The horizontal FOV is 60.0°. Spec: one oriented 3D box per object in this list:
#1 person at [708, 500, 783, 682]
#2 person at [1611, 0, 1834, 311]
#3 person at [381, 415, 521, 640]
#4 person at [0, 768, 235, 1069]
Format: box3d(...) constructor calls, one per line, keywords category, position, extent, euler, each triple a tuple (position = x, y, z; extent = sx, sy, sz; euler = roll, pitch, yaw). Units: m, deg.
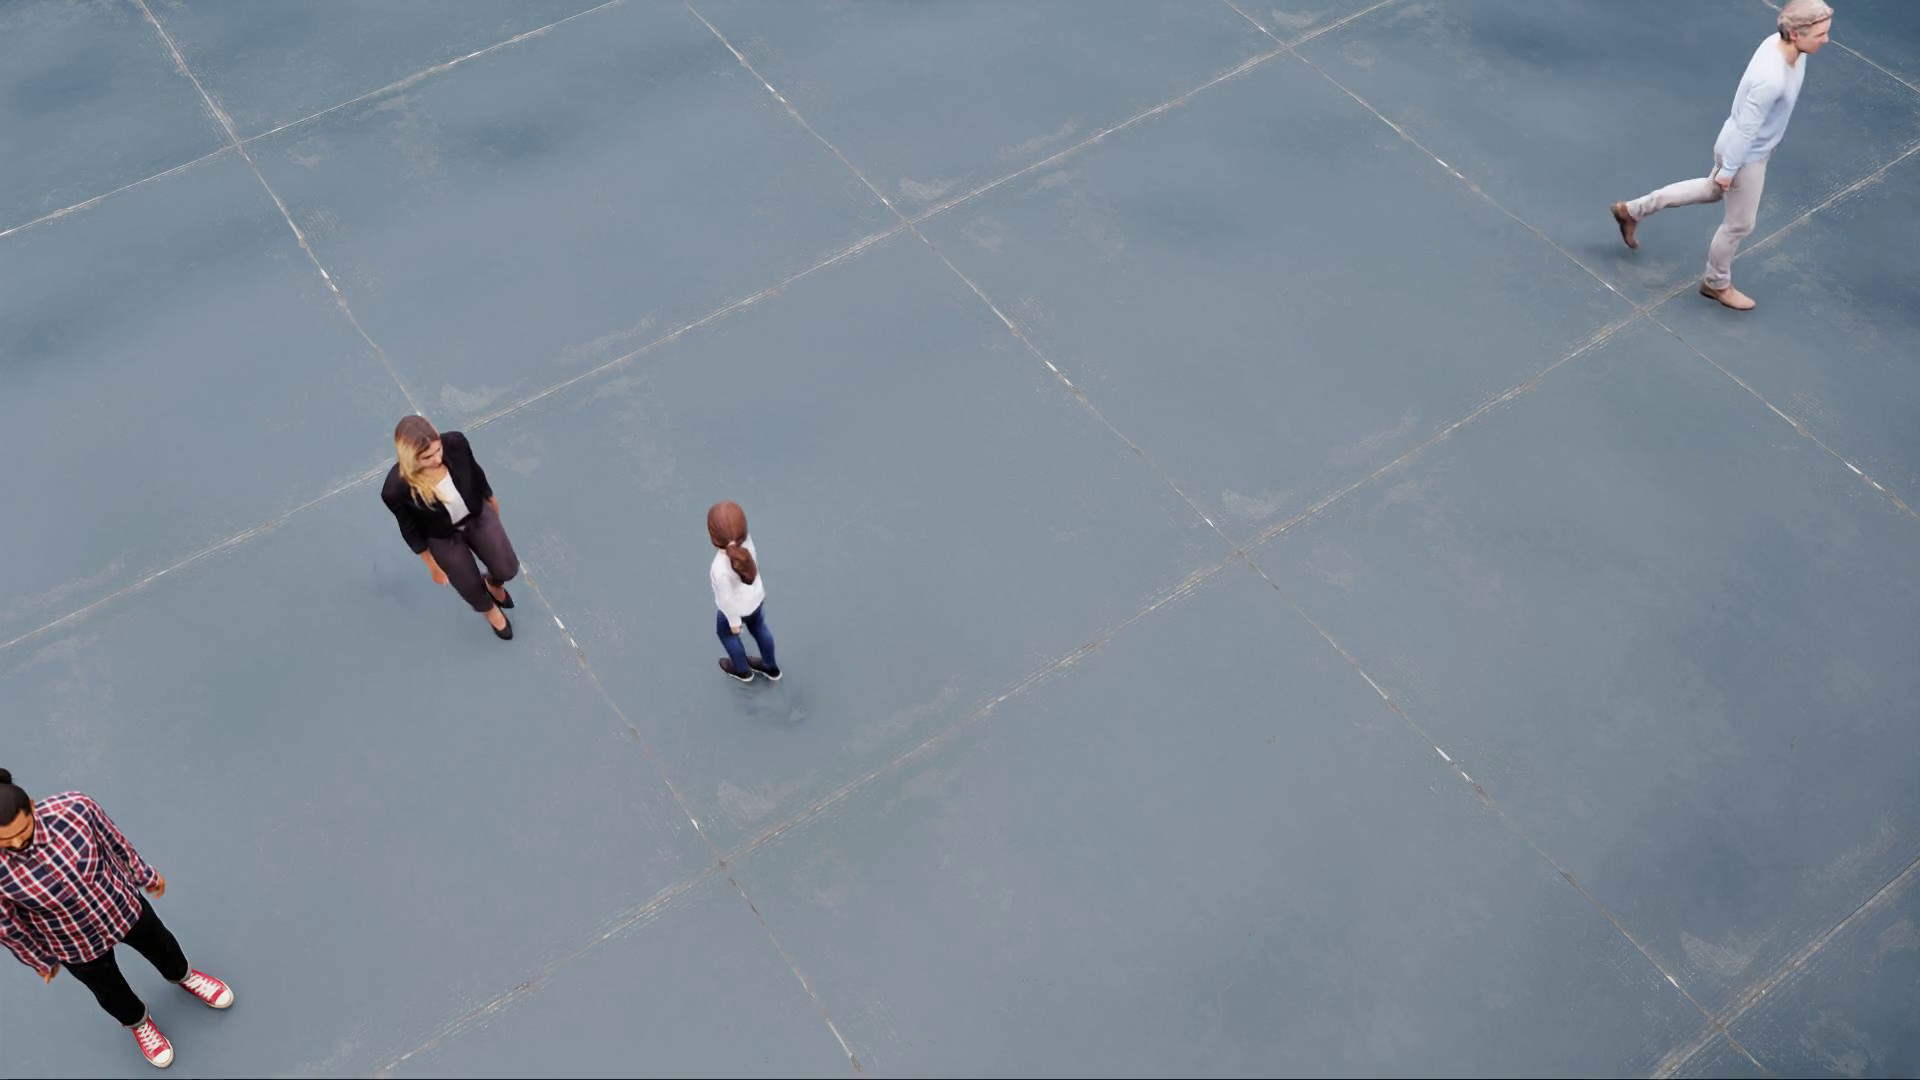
box3d(category="person", position=(-0.958, 0.285, 7.504), extent=(0.614, 1.086, 0.559), euler=(13, 53, 10))
box3d(category="person", position=(4.087, -2.100, 8.859), extent=(1.267, 1.865, 0.992), euler=(25, 56, 18))
box3d(category="person", position=(-2.297, -0.077, 7.428), extent=(0.680, 1.650, 0.686), euler=(35, 60, 24))
box3d(category="person", position=(-3.257, 1.397, 6.217), extent=(0.706, 1.760, 0.759), euler=(31, 58, 22))
